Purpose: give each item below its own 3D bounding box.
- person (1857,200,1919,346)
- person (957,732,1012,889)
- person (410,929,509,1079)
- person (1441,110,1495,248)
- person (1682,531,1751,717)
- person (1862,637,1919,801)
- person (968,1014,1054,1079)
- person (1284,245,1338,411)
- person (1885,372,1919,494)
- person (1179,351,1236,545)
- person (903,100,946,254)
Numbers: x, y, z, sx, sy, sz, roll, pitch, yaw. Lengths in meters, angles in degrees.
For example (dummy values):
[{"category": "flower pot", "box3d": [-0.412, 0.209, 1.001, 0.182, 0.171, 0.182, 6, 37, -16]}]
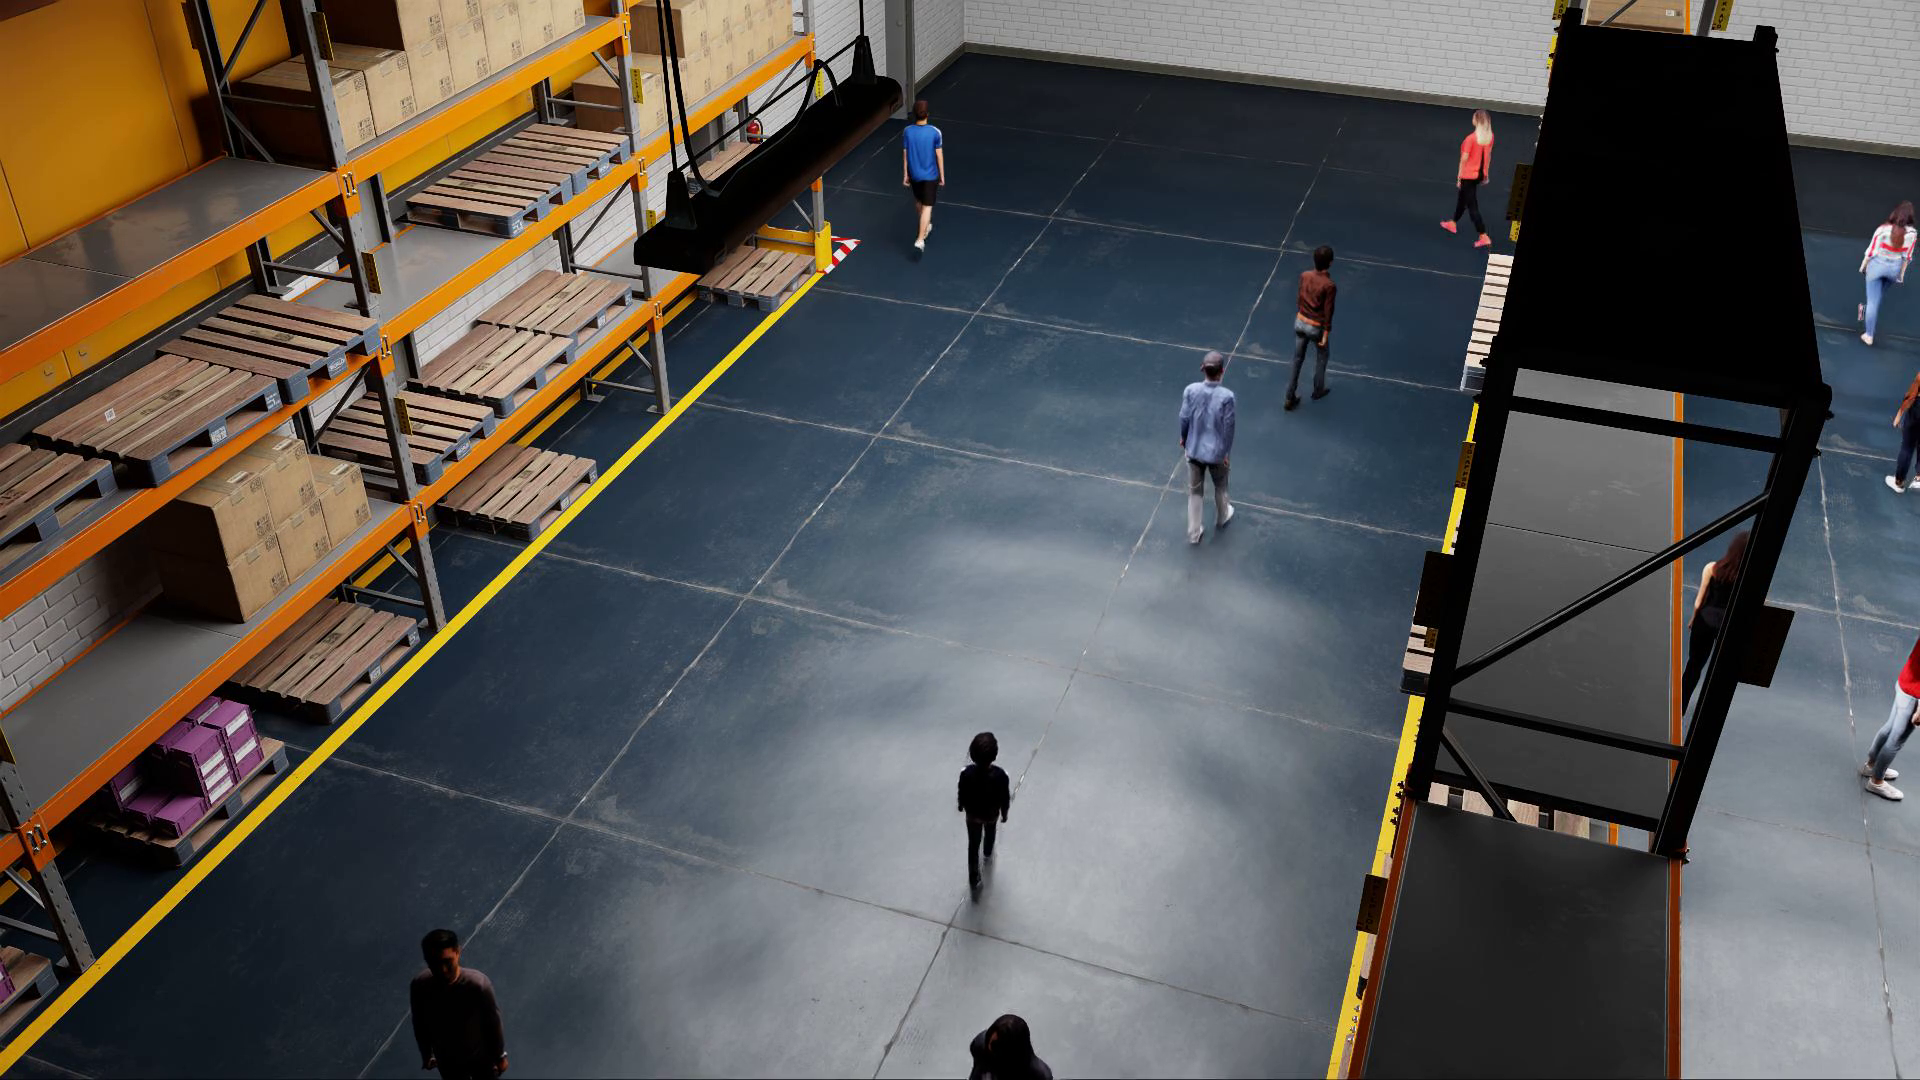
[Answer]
[{"category": "person", "box3d": [10.145, -2.904, 18.226, 0.738, 1.577, 1.057, 5, 34, 7]}, {"category": "person", "box3d": [0.142, 1.856, 11.400, 0.637, 1.205, 0.864, 4, 34, 5]}, {"category": "person", "box3d": [-2.781, 2.864, 9.371, 0.701, 1.772, 0.616, 5, 34, 8]}, {"category": "person", "box3d": [6.350, -4.402, 20.410, 1.140, 1.652, 1.127, -19, 38, -26]}, {"category": "person", "box3d": [5.829, 0.655, 12.769, 0.574, 1.689, 0.537, 12, 35, 17]}, {"category": "person", "box3d": [6.924, 1.119, 12.058, 0.671, 1.703, 0.439, 12, 35, 17]}, {"category": "person", "box3d": [0.298, 3.157, 9.129, 0.807, 1.552, 1.132, 18, 38, 25]}, {"category": "person", "box3d": [3.511, -2.118, 16.882, 0.858, 1.755, 0.976, 27, 42, 34]}, {"category": "person", "box3d": [9.019, -1.107, 15.481, 0.706, 1.622, 0.769, 1, 34, 1]}, {"category": "person", "box3d": [2.172, -0.772, 14.753, 0.720, 1.870, 0.887, 15, 37, 22]}, {"category": "person", "box3d": [-0.459, -4.400, 20.247, 0.763, 1.830, 1.243, 7, 34, 11]}]
